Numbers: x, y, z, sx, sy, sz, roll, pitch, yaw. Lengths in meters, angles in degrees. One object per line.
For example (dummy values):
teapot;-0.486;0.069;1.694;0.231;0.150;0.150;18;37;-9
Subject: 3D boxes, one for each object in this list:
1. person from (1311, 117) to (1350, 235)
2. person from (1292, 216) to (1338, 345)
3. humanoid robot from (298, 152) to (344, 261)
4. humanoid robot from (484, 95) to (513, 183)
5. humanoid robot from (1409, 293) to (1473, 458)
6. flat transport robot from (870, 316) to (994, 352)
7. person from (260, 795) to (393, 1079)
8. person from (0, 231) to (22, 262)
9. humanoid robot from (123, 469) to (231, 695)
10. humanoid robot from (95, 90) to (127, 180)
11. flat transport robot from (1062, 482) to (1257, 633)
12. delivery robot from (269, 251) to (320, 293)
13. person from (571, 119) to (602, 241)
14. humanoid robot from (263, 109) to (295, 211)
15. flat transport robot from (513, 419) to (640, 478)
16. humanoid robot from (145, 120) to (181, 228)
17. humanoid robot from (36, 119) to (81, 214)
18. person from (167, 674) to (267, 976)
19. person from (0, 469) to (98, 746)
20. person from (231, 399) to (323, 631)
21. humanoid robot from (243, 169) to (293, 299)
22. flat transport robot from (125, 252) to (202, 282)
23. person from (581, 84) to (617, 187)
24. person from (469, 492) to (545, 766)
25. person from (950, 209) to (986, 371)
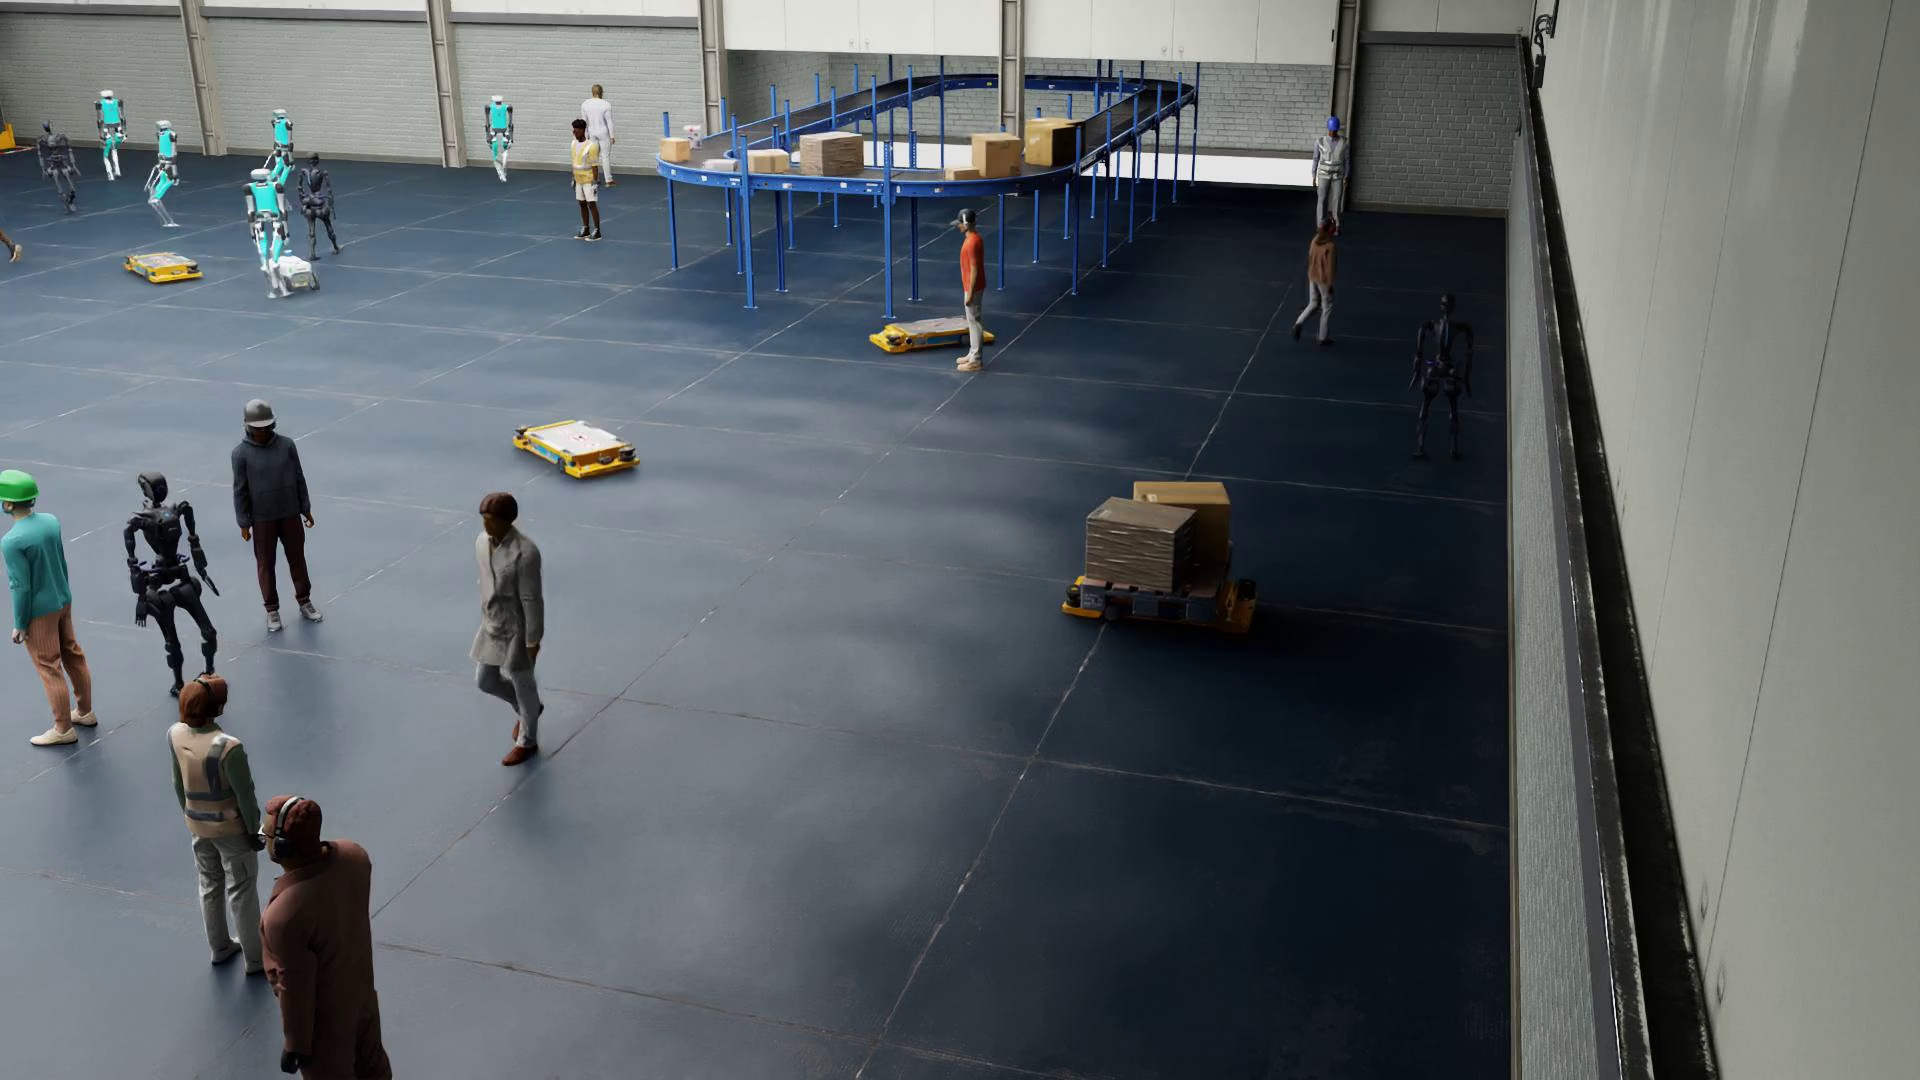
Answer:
person;6.110;-6.002;27.441;0.613;1.933;0.413;1;21;4
person;4.439;-3.197;20.566;0.548;1.629;0.468;-13;25;-31
humanoid robot;-9.949;-5.189;25.733;0.606;1.628;0.759;4;21;10
humanoid robot;-9.016;-7.863;32.566;0.546;1.729;0.986;-7;22;-17
humanoid robot;4.760;-1.610;16.403;0.610;1.629;0.404;2;21;6
flat transport robot;-0.350;-2.578;20.865;1.431;0.231;0.659;-10;23;-23
person;-2.656;1.919;6.926;0.403;1.909;0.641;3;21;8
person;-14.815;-5.099;25.105;0.901;1.931;0.605;4;21;9
humanoid robot;-5.413;0.305;11.413;0.326;1.649;0.612;11;24;26
humanoid robot;-16.836;-7.996;32.944;0.802;1.808;0.531;20;28;41
flat transport robot;1.566;0.457;12.992;1.431;0.231;0.659;6;22;15
delivery robot;-9.500;-3.798;23.658;0.792;0.614;0.499;20;29;41
person;-6.086;-5.850;27.010;0.604;1.958;0.369;18;27;38
humanoid robot;-12.157;-6.688;29.568;0.541;1.861;0.660;15;26;34
flat transport robot;-3.839;-0.927;16.581;0.659;0.231;1.431;-17;27;-37
humanoid robot;-13.515;-6.157;28.097;0.530;1.772;0.704;16;26;35
humanoid robot;-15.892;-6.601;29.366;0.612;1.631;0.479;-8;23;-20
person;-3.766;1.456;8.494;0.522;1.638;0.309;10;23;24
person;-5.971;0.434;10.815;0.350;1.879;0.512;2;21;6
person;-5.182;-0.201;12.566;0.550;1.806;0.381;-16;26;-36
humanoid robot;-9.584;-4.211;23.015;0.532;1.748;0.735;-4;21;-10
flat transport robot;-11.840;-4.052;24.688;0.659;0.231;1.431;-18;27;-38
person;-6.957;-7.803;32.103;0.634;1.933;0.353;5;22;13
person;-2.865;0.563;10.559;0.529;1.822;0.413;12;24;28
person;0.095;-2.932;19.512;0.430;1.905;0.478;1;21;2
